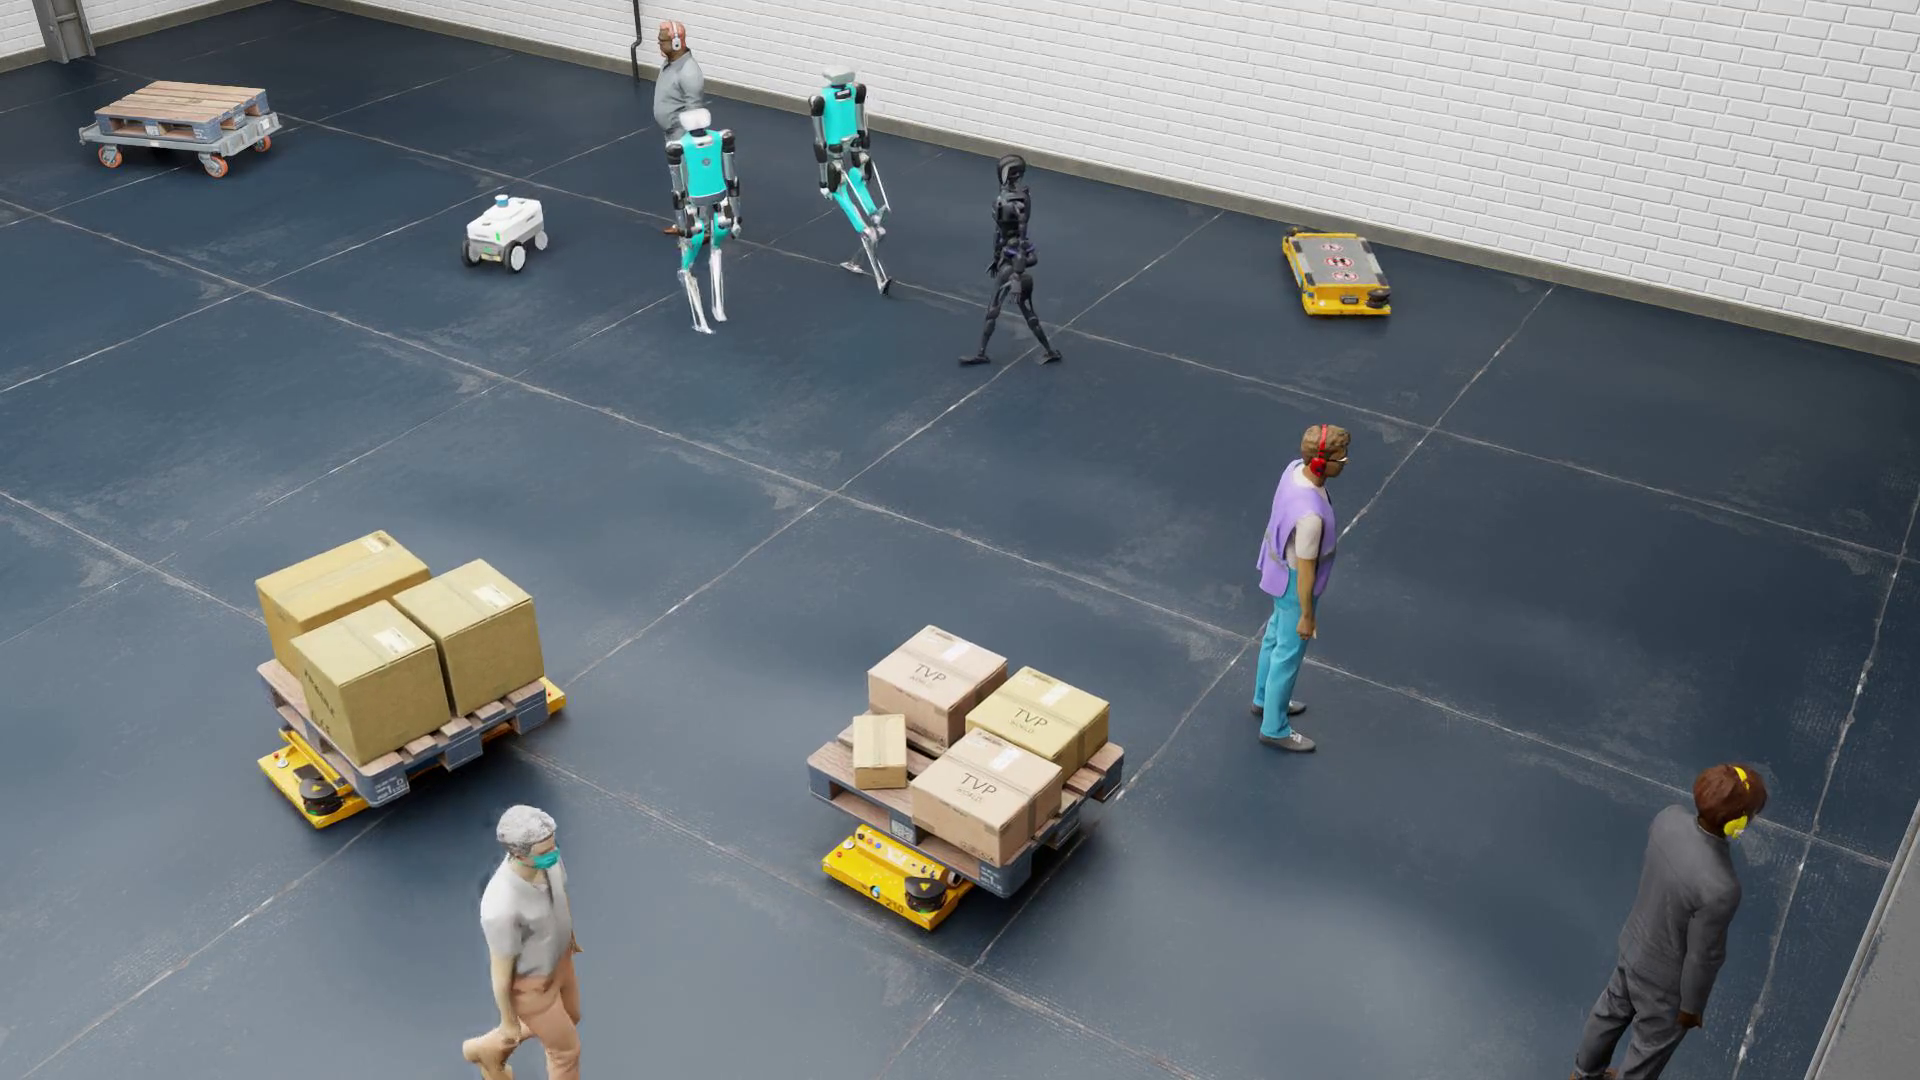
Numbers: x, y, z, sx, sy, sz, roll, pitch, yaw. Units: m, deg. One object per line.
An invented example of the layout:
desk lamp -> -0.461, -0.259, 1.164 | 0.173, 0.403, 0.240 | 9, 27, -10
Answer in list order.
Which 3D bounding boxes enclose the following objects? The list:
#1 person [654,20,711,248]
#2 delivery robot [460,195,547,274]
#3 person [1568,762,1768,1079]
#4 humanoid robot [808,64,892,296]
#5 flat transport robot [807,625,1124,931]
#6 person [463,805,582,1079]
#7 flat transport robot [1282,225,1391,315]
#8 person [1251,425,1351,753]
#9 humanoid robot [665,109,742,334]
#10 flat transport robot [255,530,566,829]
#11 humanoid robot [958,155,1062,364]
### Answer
person -> -2.368, -3.435, 14.087 | 0.414, 1.908, 0.642 | -15, 36, -22
delivery robot -> -3.833, -2.623, 14.064 | 0.499, 0.586, 0.765 | 11, 34, 17
person -> 2.672, 1.591, 6.309 | 0.343, 1.867, 0.488 | -4, 33, -6
humanoid robot -> -0.762, -2.836, 13.374 | 0.545, 1.840, 0.858 | -25, 41, -34
flat transport robot -> 0.030, 1.313, 8.213 | 0.659, 0.231, 1.431 | 22, 39, 30
person -> -1.671, 1.638, 6.365 | 0.664, 1.718, 0.497 | 6, 33, 9
flat transport robot -> 3.093, -2.226, 13.720 | 0.659, 0.231, 1.431 | 1, 33, 1
person -> 1.695, 0.232, 8.438 | 0.372, 1.842, 0.568 | 1, 33, 2
humanoid robot -> -1.996, -2.484, 12.755 | 0.557, 1.782, 0.683 | -16, 36, -23
flat transport robot -> -2.867, 0.972, 8.744 | 1.431, 0.231, 0.659 | -28, 42, -36
humanoid robot -> 0.386, -2.007, 12.124 | 0.782, 1.630, 0.600 | -9, 34, -13
